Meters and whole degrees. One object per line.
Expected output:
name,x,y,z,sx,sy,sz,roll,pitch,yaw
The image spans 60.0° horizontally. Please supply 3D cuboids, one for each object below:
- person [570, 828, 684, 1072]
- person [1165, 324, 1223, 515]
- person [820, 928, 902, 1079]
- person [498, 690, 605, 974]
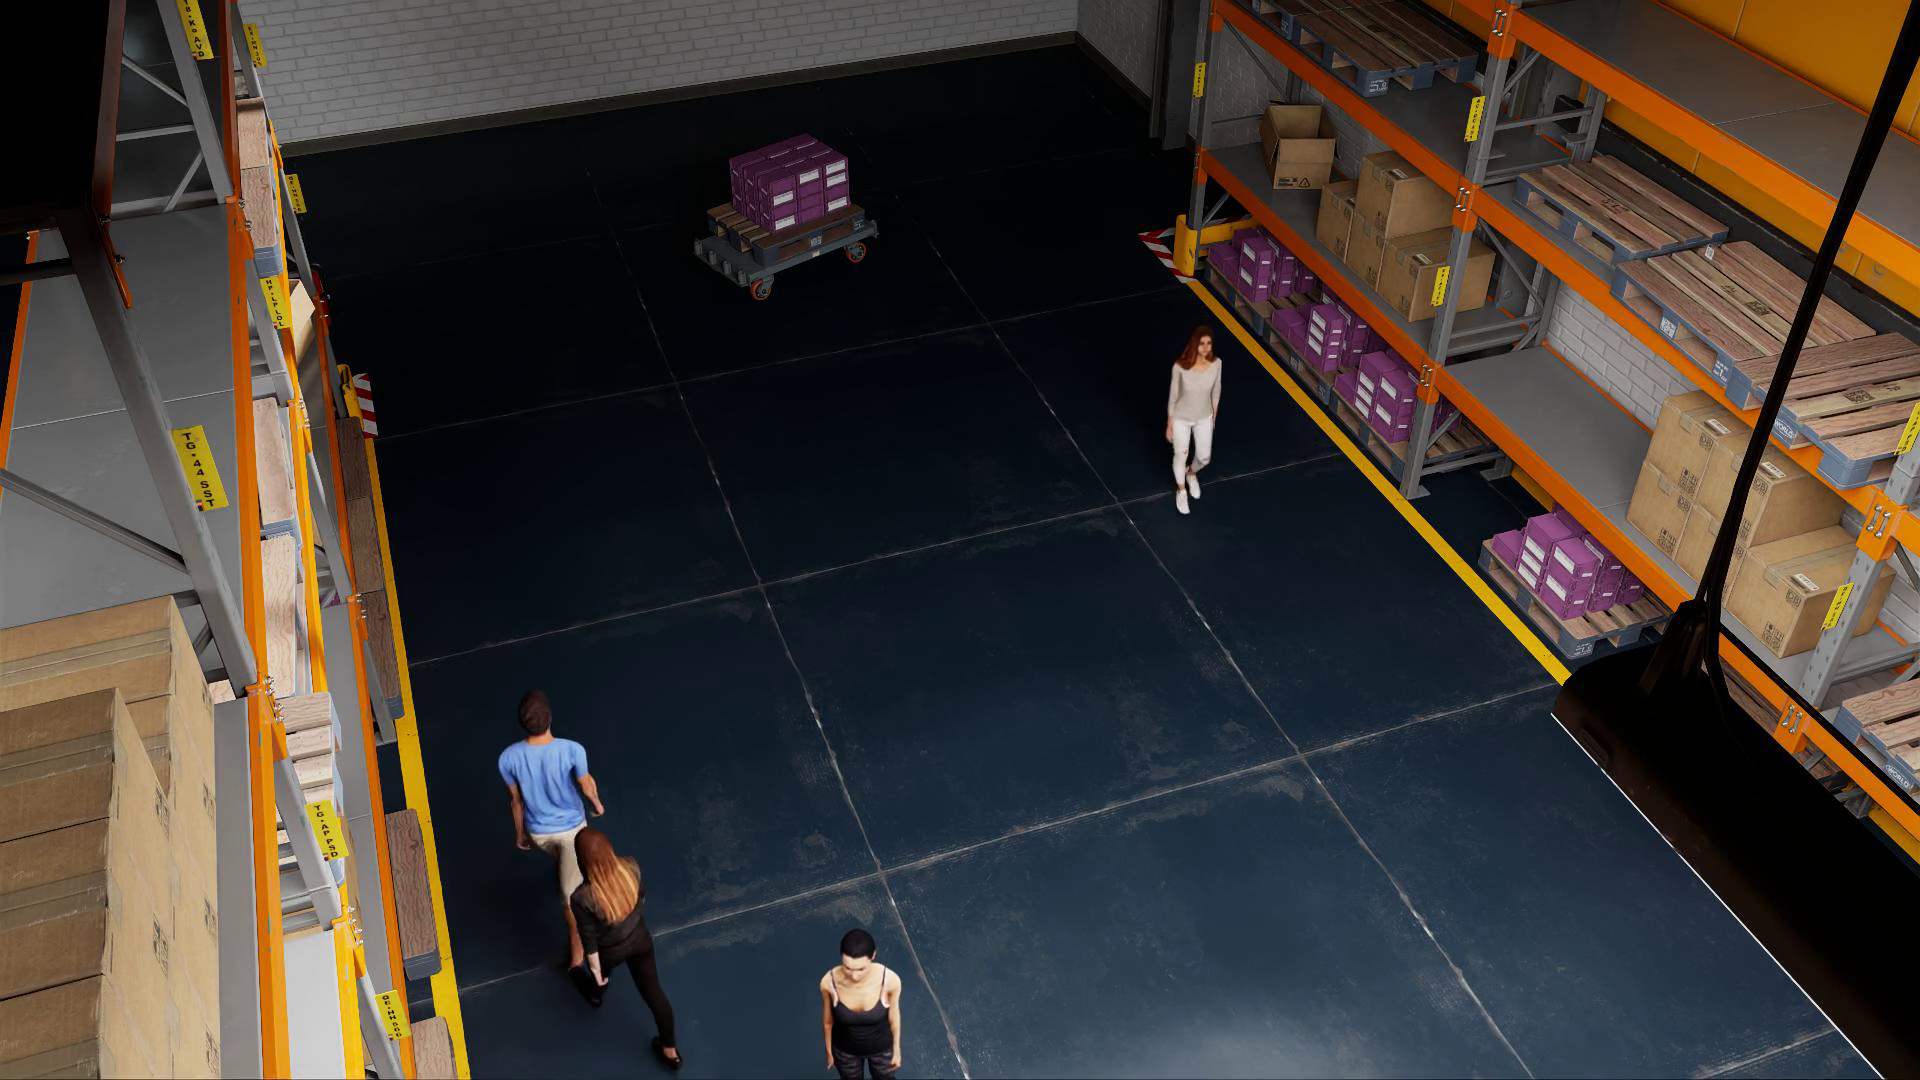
person,-1.778,2.253,9.006,0.913,1.663,1.232,-28,46,-30
person,1.787,-1.006,13.058,0.662,1.699,0.703,-4,39,-5
person,-0.489,2.577,8.552,0.627,1.724,0.629,0,39,0
person,-2.325,1.711,9.566,0.903,1.812,1.312,-2,39,-2
